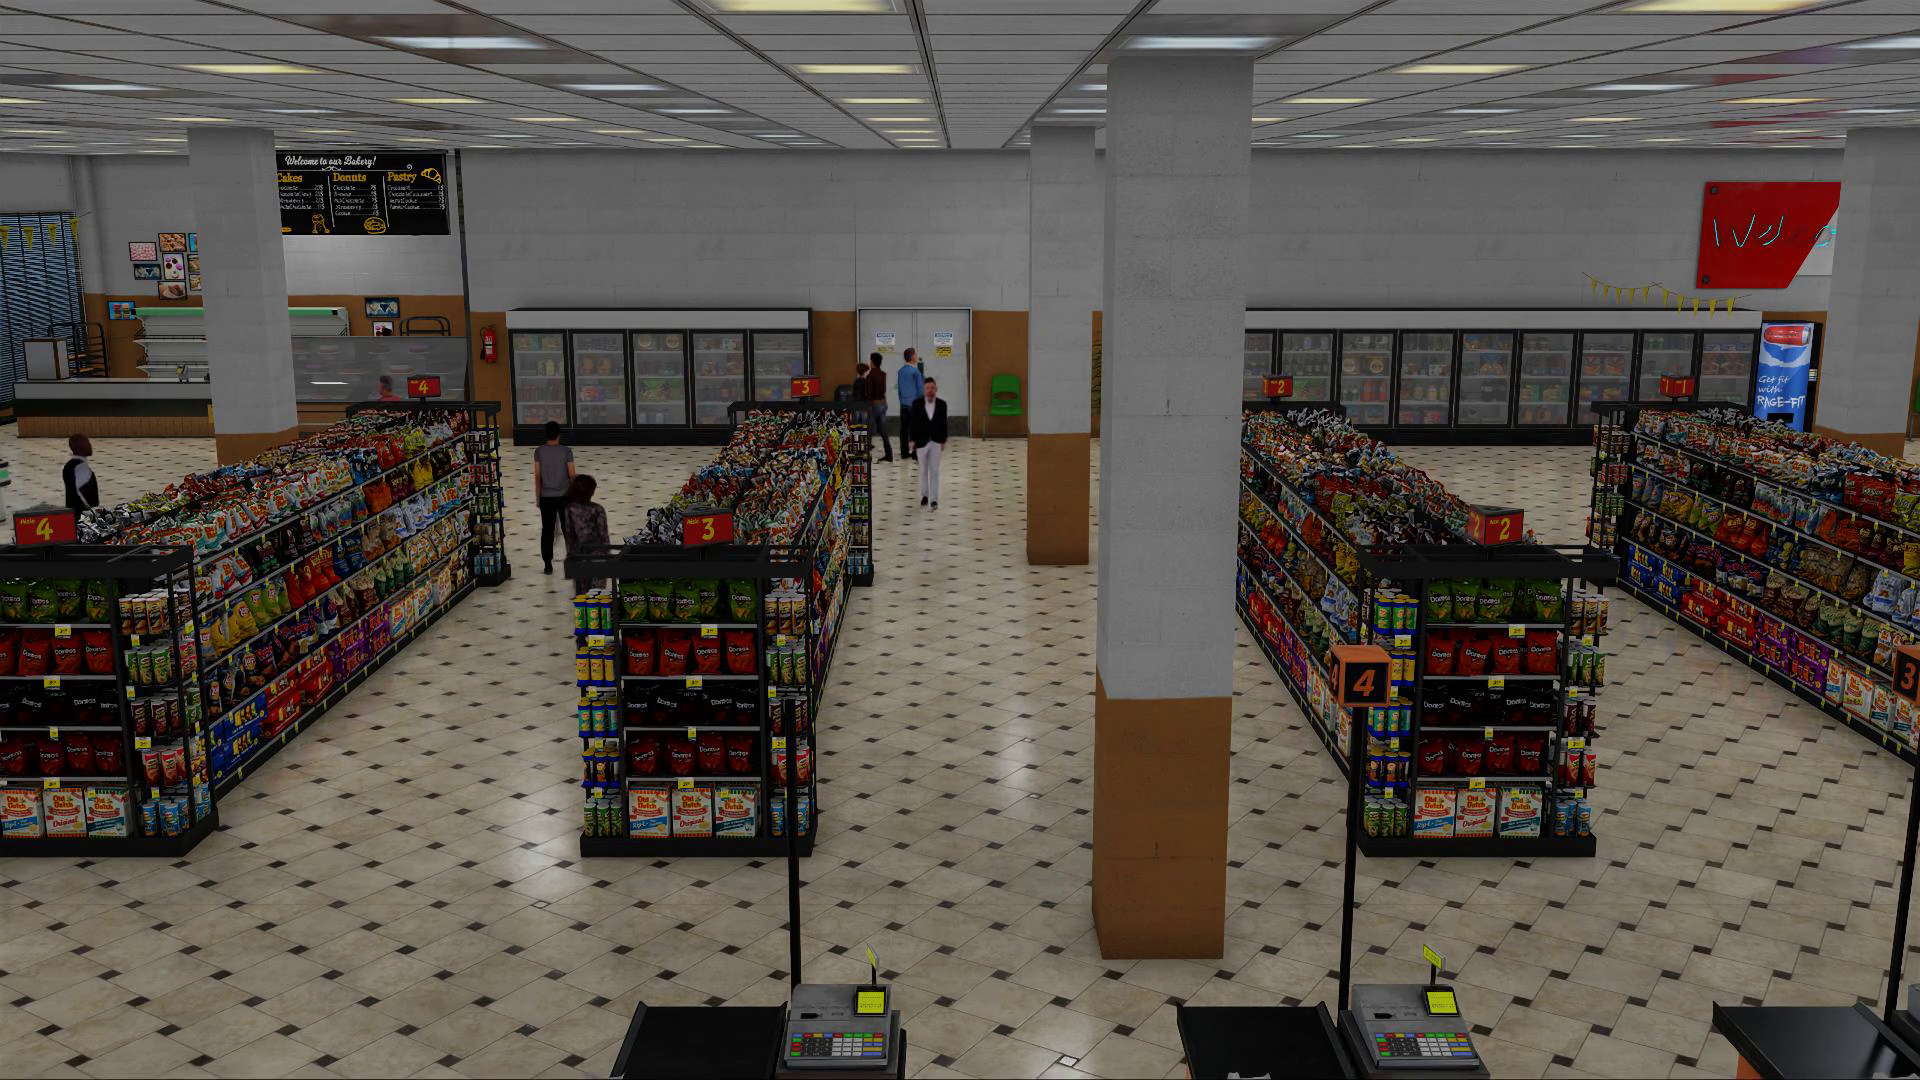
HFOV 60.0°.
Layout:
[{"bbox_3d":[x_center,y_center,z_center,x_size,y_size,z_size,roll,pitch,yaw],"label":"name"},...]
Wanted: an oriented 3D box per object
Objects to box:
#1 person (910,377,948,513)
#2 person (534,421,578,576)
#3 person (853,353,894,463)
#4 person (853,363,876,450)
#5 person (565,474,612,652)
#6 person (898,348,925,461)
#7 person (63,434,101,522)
[{"bbox_3d":[-0.443,-1.293,22.701,0.716,1.786,1.209,-1,12,-3],"label":"person"},{"bbox_3d":[-4.603,-0.488,18.958,0.635,1.754,0.543,-1,12,-4],"label":"person"},{"bbox_3d":[-1.251,-2.070,26.553,1.153,1.720,1.141,8,14,34],"label":"person"},{"bbox_3d":[-1.647,-2.267,28.150,0.682,1.448,0.613,-10,16,-40],"label":"person"},{"bbox_3d":[-3.506,0.222,15.686,0.640,1.713,0.643,4,12,16],"label":"person"},{"bbox_3d":[-0.803,-2.226,27.048,0.743,1.820,0.782,10,15,38],"label":"person"},{"bbox_3d":[-9.297,-0.198,17.438,0.952,1.812,1.012,11,16,42],"label":"person"}]
